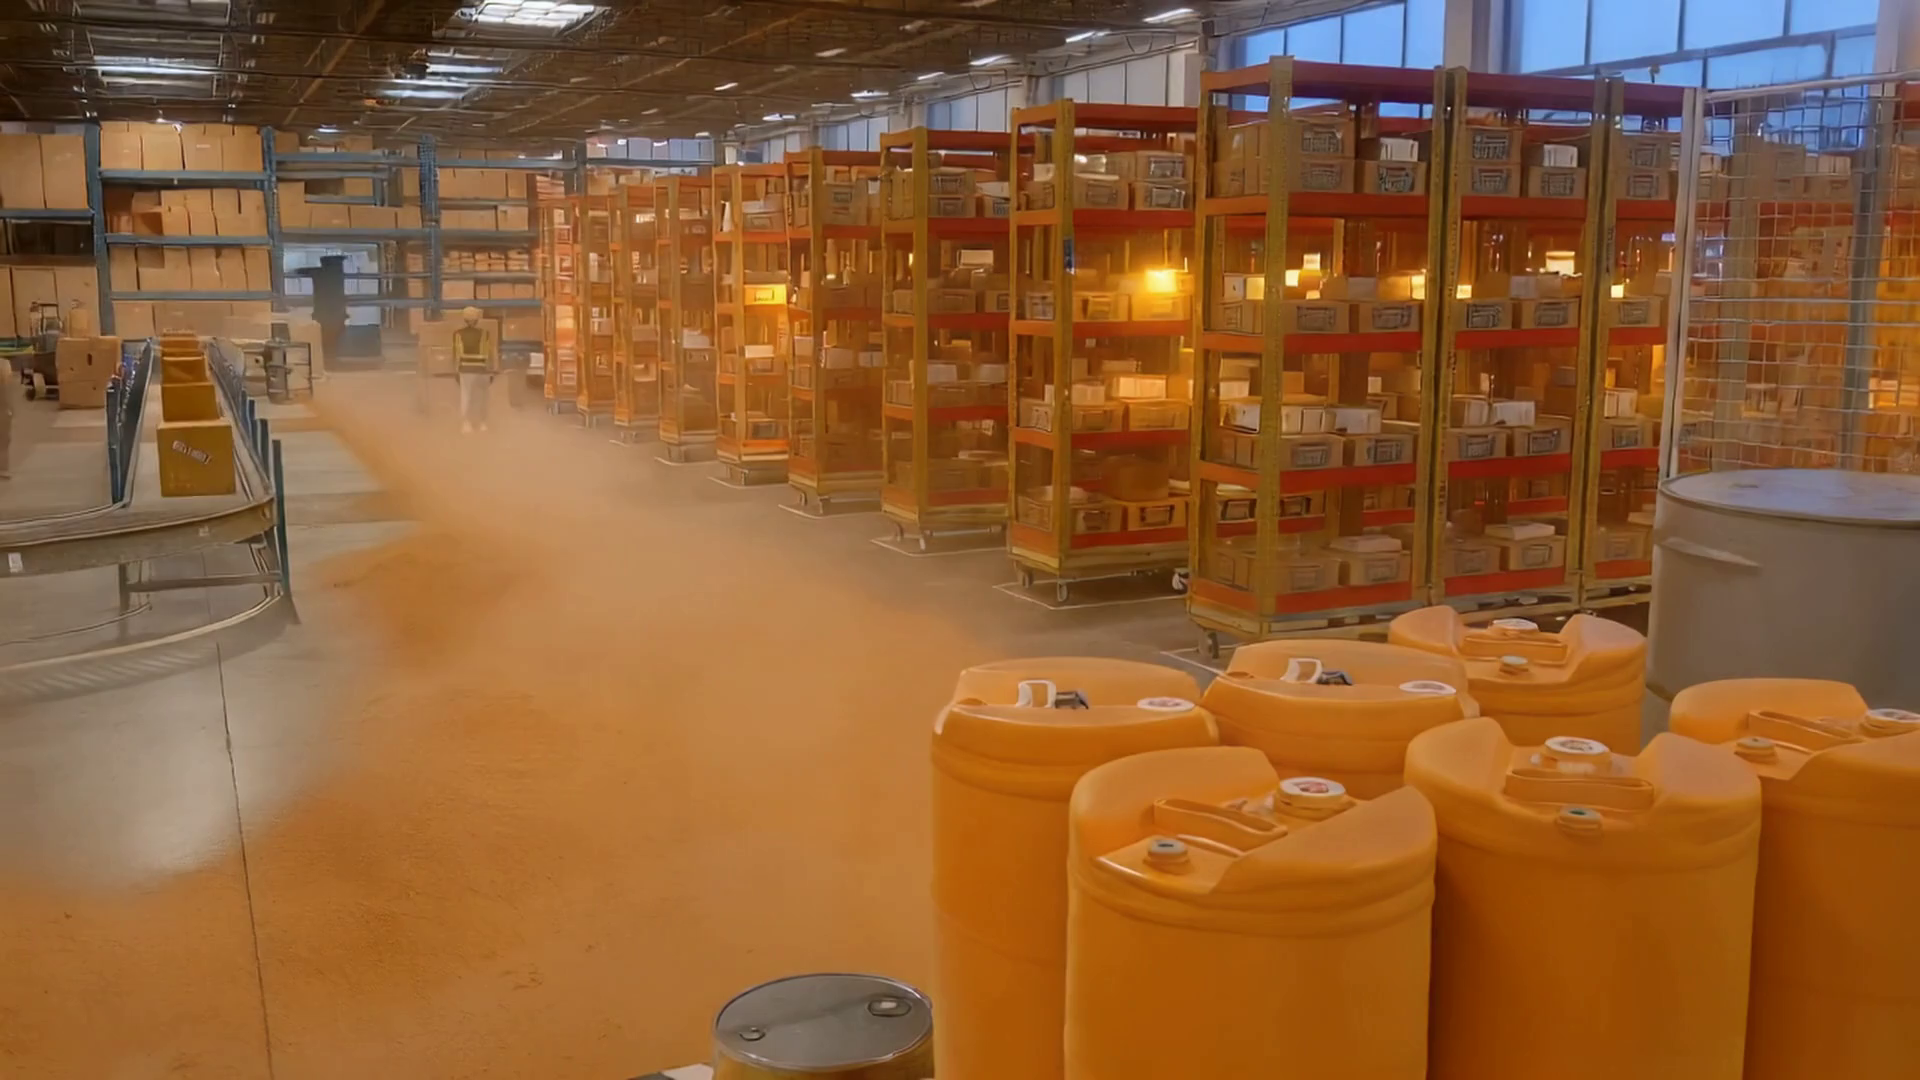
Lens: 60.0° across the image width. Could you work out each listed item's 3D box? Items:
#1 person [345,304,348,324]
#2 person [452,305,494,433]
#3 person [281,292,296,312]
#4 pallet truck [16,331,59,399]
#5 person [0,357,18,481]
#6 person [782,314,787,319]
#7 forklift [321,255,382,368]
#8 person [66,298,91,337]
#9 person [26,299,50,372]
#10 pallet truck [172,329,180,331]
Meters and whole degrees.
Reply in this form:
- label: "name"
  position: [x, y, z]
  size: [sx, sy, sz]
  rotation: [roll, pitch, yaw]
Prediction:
- label: "person"
  position: [-16.222, -5.551, 43.266]
  size: [0.612, 1.995, 0.376]
  rotation: [-9, 13, -43]
- label: "person"
  position: [-7.301, -2.552, 24.896]
  size: [0.614, 1.924, 0.838]
  rotation: [-1, 9, -5]
- label: "person"
  position: [-19.269, -6.198, 47.776]
  size: [0.589, 1.834, 0.403]
  rotation: [5, 11, 30]
- label: "pallet truck"
  position: [-17.082, -3.353, 31.781]
  size: [1.630, 1.274, 0.653]
  rotation: [-4, 10, -25]
- label: "person"
  position: [-11.247, -1.564, 19.304]
  size: [0.525, 1.747, 0.580]
  rotation: [-7, 11, -37]
- label: "person"
  position: [-3.527, -4.221, 35.517]
  size: [0.593, 1.832, 0.403]
  rotation: [-1, 9, -6]
- label: "forklift"
  position: [-15.438, -5.648, 41.130]
  size: [1.873, 2.768, 1.129]
  rotation: [-6, 11, -34]
- label: "person"
  position: [-20.222, -4.638, 38.147]
  size: [0.403, 1.825, 0.591]
  rotation: [4, 10, 23]
- label: "person"
  position: [-22.286, -4.940, 40.229]
  size: [0.564, 1.753, 0.391]
  rotation: [-9, 13, -43]
- label: "pallet truck"
  position: [-17.275, -3.851, 35.096]
  size: [1.601, 1.201, 0.680]
  rotation: [0, 9, 1]
